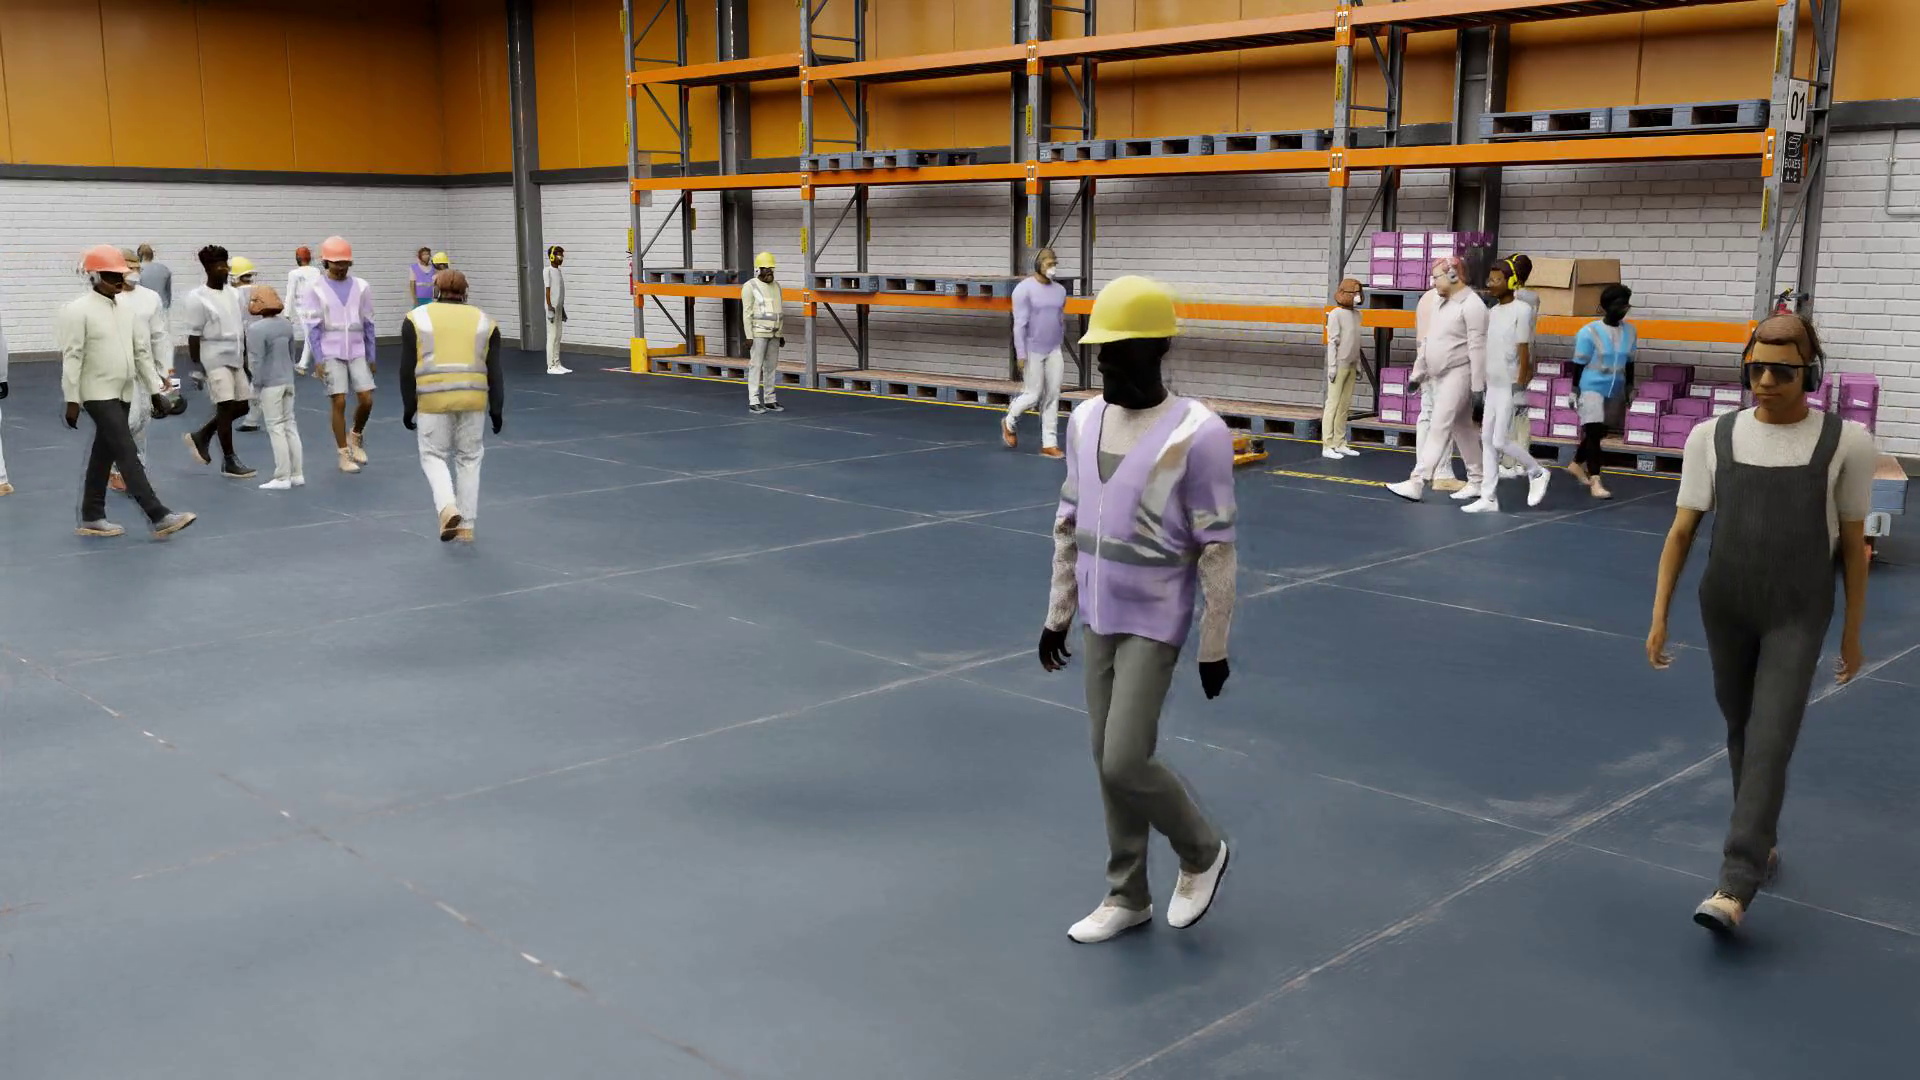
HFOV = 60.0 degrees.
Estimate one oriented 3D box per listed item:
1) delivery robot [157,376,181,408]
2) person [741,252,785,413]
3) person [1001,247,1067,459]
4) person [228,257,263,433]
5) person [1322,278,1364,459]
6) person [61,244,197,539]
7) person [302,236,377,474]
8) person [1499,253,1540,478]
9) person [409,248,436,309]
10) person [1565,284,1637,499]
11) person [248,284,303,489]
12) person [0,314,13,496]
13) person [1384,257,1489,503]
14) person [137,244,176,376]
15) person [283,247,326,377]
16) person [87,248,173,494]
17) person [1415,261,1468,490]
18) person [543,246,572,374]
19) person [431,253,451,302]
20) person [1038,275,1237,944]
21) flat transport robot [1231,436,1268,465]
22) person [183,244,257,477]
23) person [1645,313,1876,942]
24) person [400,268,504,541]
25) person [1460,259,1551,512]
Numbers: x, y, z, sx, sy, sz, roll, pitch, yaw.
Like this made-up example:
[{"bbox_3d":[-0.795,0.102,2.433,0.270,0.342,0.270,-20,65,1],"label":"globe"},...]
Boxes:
[{"bbox_3d":[-9.104,-1.689,18.552,0.707,0.478,0.477,0,10,-1],"label":"delivery robot"},{"bbox_3d":[-2.221,-2.367,19.020,0.404,1.829,0.600,8,13,37],"label":"person"},{"bbox_3d":[0.688,-1.705,15.182,0.636,1.919,0.662,-8,13,-36],"label":"person"},{"bbox_3d":[-7.141,-1.951,16.826,0.709,1.814,0.603,4,11,22],"label":"person"},{"bbox_3d":[3.516,-1.566,15.193,0.282,1.633,0.501,10,14,43],"label":"person"},{"bbox_3d":[-5.527,-0.966,11.048,0.981,1.946,0.652,2,11,8],"label":"person"},{"bbox_3d":[-5.271,-1.581,14.215,0.613,2.017,0.462,-8,13,-39],"label":"person"},{"bbox_3d":[4.626,-1.451,13.924,0.538,1.869,0.313,-10,14,-42],"label":"person"},{"bbox_3d":[-9.332,-4.199,29.094,0.567,1.796,0.972,-8,13,-39],"label":"person"},{"bbox_3d":[4.994,-1.184,13.049,0.561,1.665,0.792,-3,11,-16],"label":"person"},{"bbox_3d":[-5.484,-1.220,13.307,0.277,1.632,0.505,2,11,12],"label":"person"},{"bbox_3d":[-7.696,-1.240,12.851,0.625,1.843,0.430,-4,11,-22],"label":"person"},{"bbox_3d":[3.664,-1.208,12.645,0.950,1.852,0.648,-1,10,-6],"label":"person"},{"bbox_3d":[-11.727,-3.322,24.092,1.029,1.884,0.640,9,14,41],"label":"person"},{"bbox_3d":[-9.407,-3.258,23.825,0.951,1.838,0.600,6,12,31],"label":"person"},{"bbox_3d":[-6.432,-1.291,12.907,0.426,1.920,0.631,5,12,26],"label":"person"},{"bbox_3d":[3.876,-1.323,13.302,0.429,1.843,0.632,-2,11,-11],"label":"person"},{"bbox_3d":[-5.913,-3.370,24.395,0.328,1.869,0.521,2,10,8],"label":"person"},{"bbox_3d":[-7.603,-3.329,24.451,0.310,1.769,0.522,-1,10,-5],"label":"person"},{"bbox_3d":[0.491,0.216,4.714,0.439,1.912,0.595,-7,12,-33],"label":"person"},{"bbox_3d":[1.990,-0.850,15.008,1.431,0.197,0.652,8,13,36],"label":"flat transport robot"},{"bbox_3d":[-6.268,-1.502,13.969,0.663,1.950,0.613,3,11,14],"label":"person"},{"bbox_3d":[2.330,0.241,4.904,0.537,1.790,0.972,8,13,39],"label":"person"},{"bbox_3d":[-3.312,-0.867,10.916,0.660,1.818,0.560,-5,12,-26],"label":"person"},{"bbox_3d":[4.000,-1.108,12.092,0.576,1.857,0.539,-3,11,-14],"label":"person"}]
